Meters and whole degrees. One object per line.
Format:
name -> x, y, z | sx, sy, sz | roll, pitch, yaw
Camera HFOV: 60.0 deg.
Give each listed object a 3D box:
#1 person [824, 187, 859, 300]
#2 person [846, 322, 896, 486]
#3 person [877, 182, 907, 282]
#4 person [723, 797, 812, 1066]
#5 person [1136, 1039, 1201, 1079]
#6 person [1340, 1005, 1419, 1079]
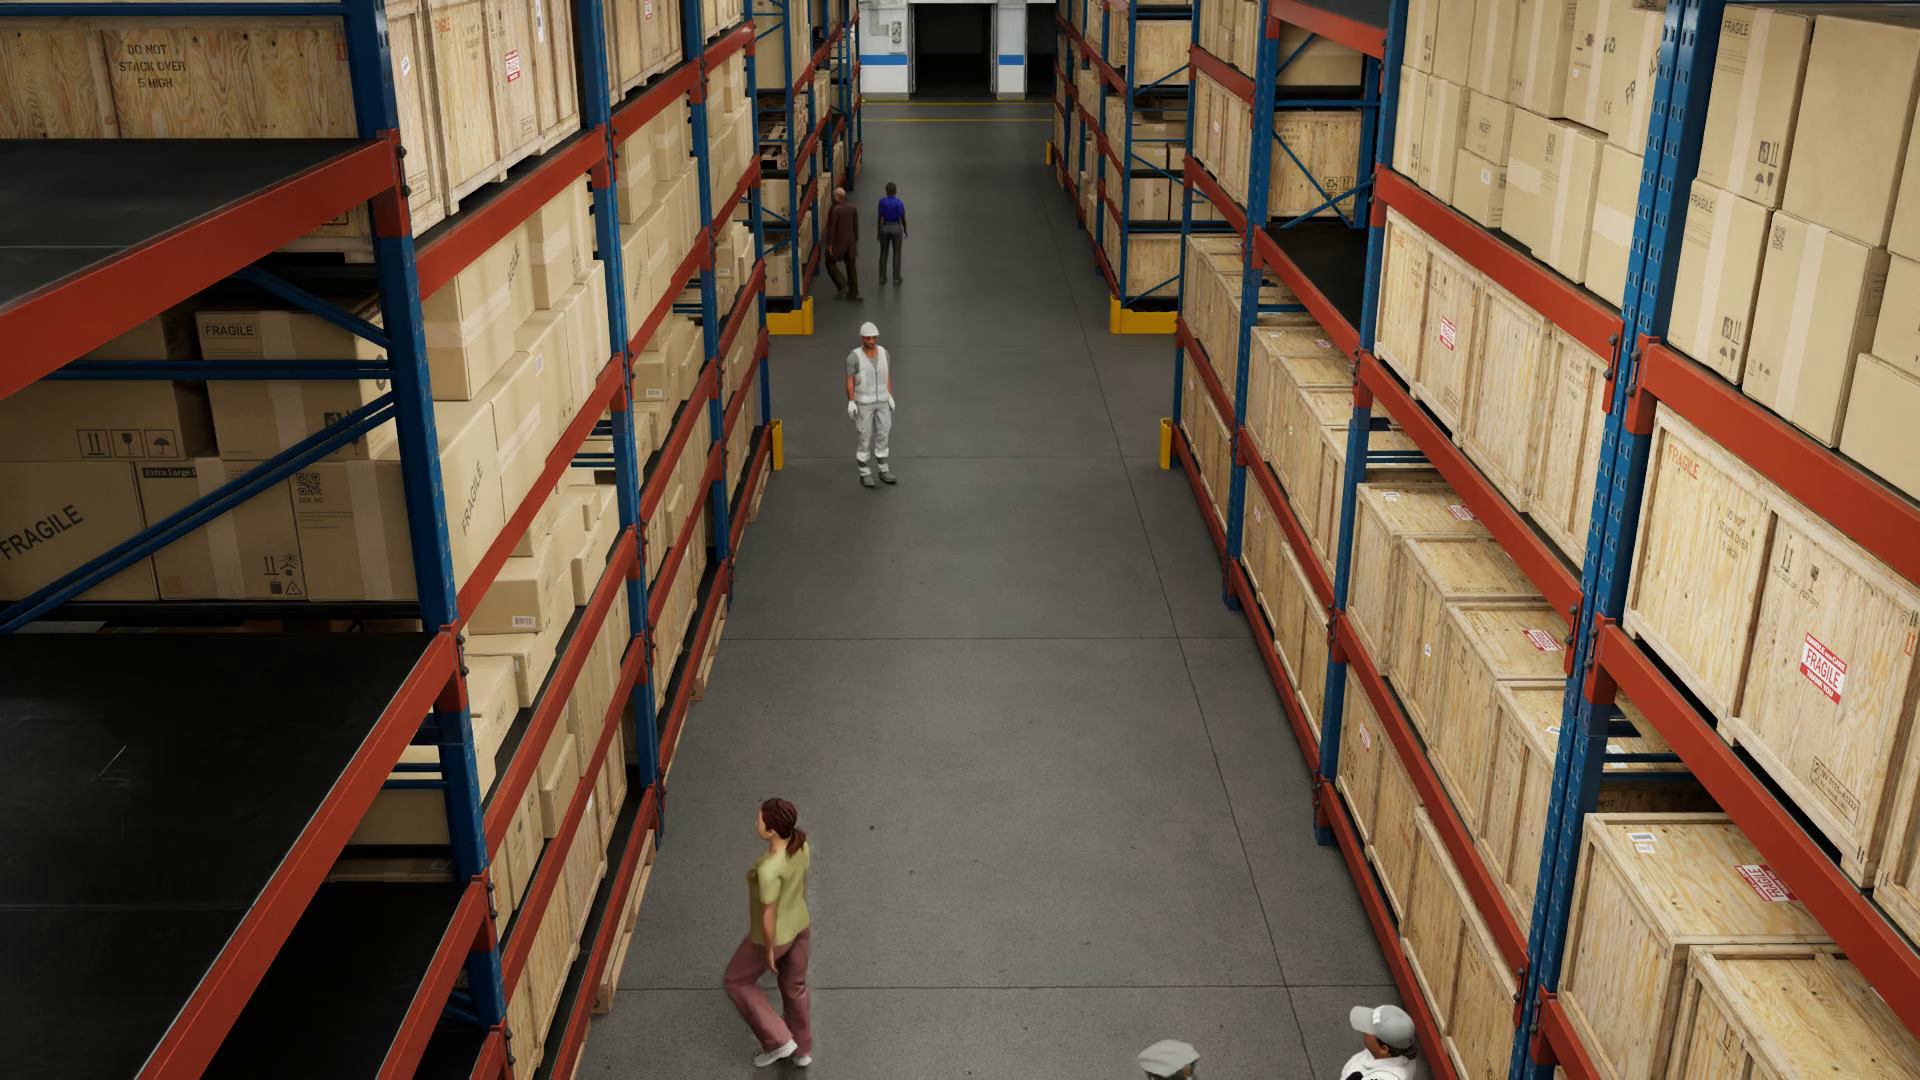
person -> -1.874, -4.698, 26.366 | 0.709, 1.774, 0.479 | -18, 28, -38
person -> -0.956, -1.499, 18.259 | 0.549, 1.793, 0.404 | -11, 24, -27
person -> -1.116, -5.089, 27.501 | 0.489, 1.664, 0.414 | 5, 22, 12
person -> -1.022, 2.148, 9.132 | 0.455, 1.671, 0.457 | 12, 25, 29
person -> 0.862, 2.899, 7.259 | 0.433, 1.682, 0.489 | 8, 23, 19
person -> 1.860, 2.792, 7.525 | 0.392, 1.661, 0.478 | 9, 23, 21
